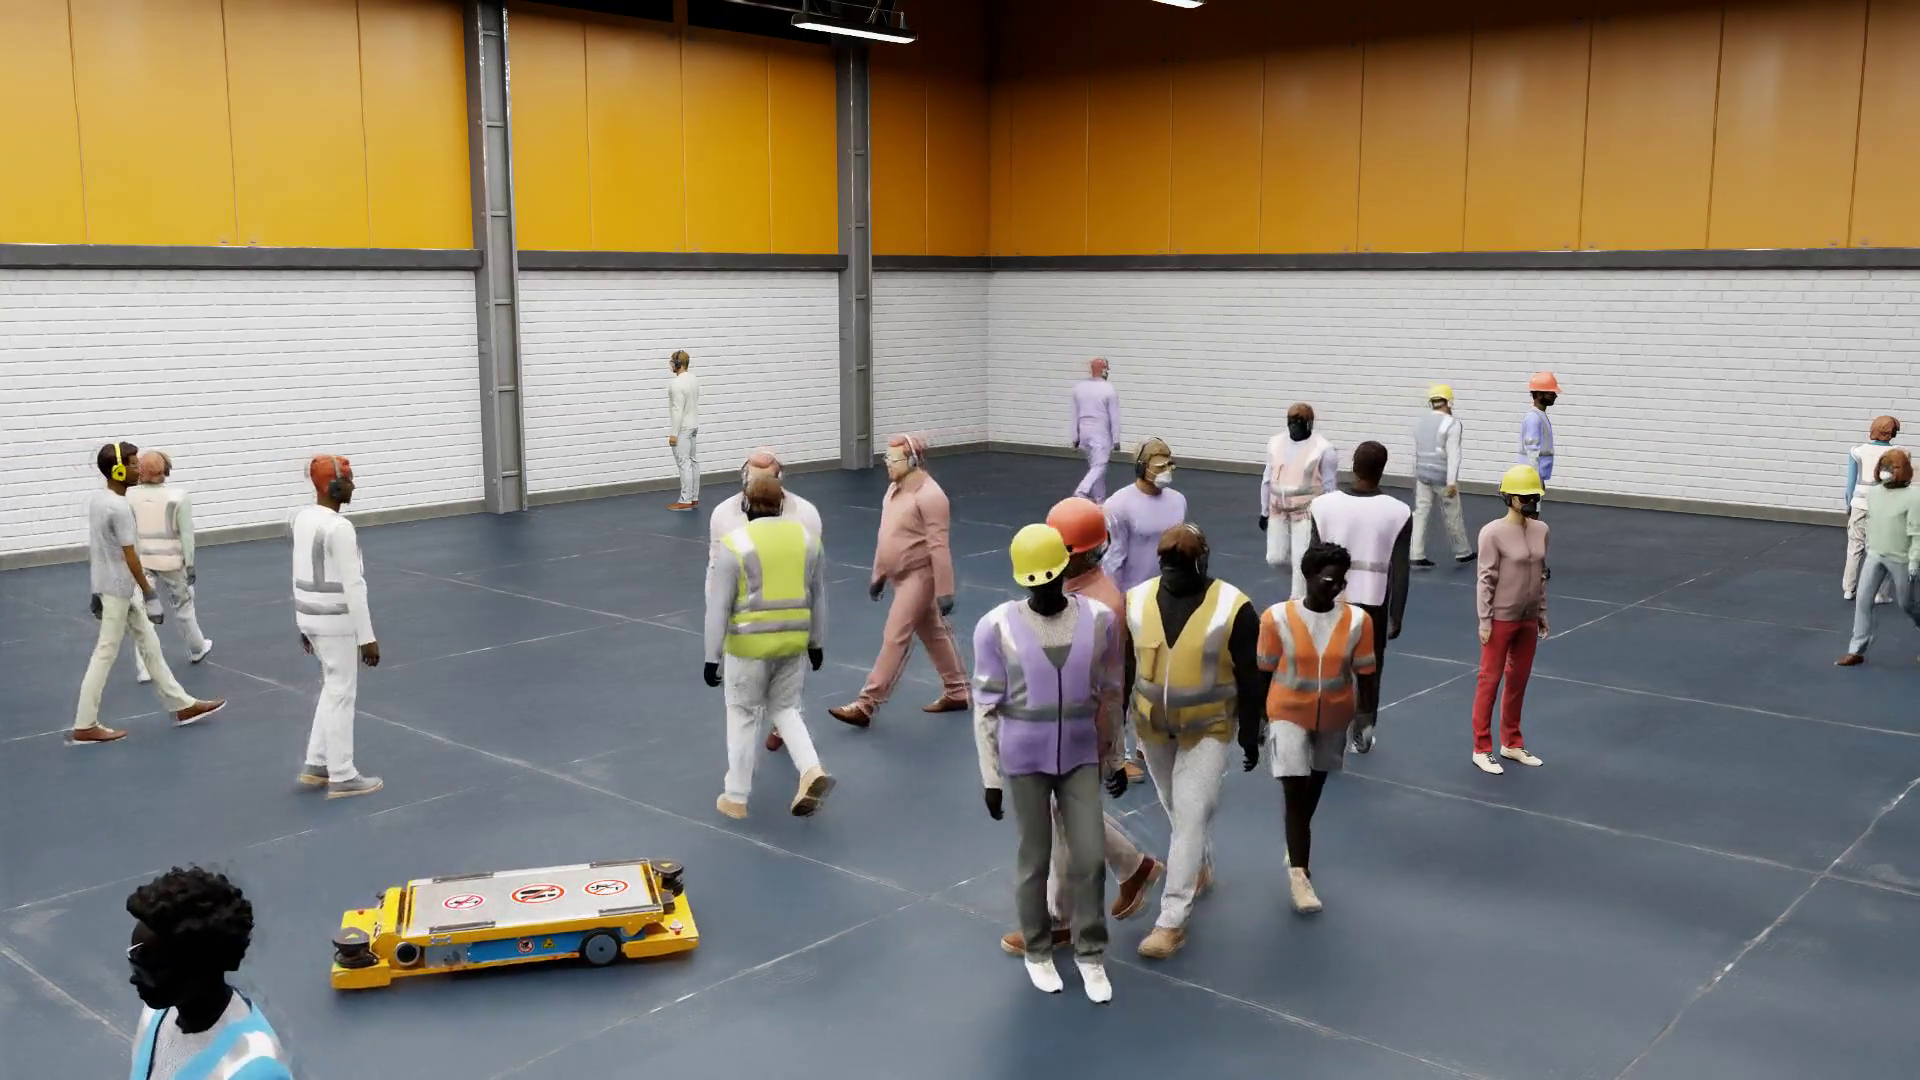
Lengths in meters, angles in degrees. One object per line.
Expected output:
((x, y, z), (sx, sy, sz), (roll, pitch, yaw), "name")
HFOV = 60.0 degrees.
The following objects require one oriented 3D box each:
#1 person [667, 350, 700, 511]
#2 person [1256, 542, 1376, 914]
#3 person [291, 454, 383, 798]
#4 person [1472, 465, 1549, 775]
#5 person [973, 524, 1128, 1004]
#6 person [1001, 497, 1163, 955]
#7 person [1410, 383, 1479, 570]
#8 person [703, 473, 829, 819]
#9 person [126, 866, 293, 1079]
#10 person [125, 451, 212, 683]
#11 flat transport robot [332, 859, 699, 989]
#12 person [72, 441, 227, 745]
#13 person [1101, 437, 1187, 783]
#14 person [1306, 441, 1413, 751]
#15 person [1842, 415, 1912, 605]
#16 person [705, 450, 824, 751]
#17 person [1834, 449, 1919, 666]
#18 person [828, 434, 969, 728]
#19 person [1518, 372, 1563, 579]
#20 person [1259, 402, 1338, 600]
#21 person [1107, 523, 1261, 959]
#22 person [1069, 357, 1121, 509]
((-3.342, -1.318, 20.055), (0.372, 1.940, 0.632), (2, 9, 12), "person")
((1.617, 0.807, 7.612), (0.543, 1.647, 0.904), (0, 9, -1), "person")
((-3.393, 0.473, 9.031), (0.376, 1.879, 0.592), (-8, 12, -41), "person")
((3.167, 0.448, 9.507), (0.533, 1.768, 0.310), (-5, 10, -29), "person")
((0.382, 0.873, 6.456), (0.653, 1.886, 0.595), (-2, 9, -13), "person")
((0.539, 0.774, 6.889), (0.655, 1.950, 0.675), (-2, 9, -12), "person")
((4.692, -0.612, 16.082), (0.895, 1.786, 0.608), (-5, 11, -30), "person")
((-0.982, 0.571, 8.608), (0.724, 1.813, 0.615), (-7, 11, -37), "person")
((-1.450, 1.453, 3.446), (0.665, 1.678, 0.535), (-8, 12, -41), "person")
((-5.649, 0.167, 11.799), (0.540, 1.595, 0.858), (-1, 9, -5), "person")
((-1.859, 1.592, 7.003), (1.431, 0.197, 0.652), (-3, 9, -16), "flat transport robot")
((-5.006, 0.312, 10.162), (0.959, 1.821, 0.534), (-6, 11, -35), "person")
((1.042, 0.381, 9.386), (0.635, 1.936, 0.356), (-8, 12, -39), "person")
((2.300, 0.364, 9.673), (0.600, 1.888, 0.787), (3, 10, 20), "person")
((7.907, -0.258, 14.359), (0.313, 1.634, 0.511), (-9, 13, -44), "person")
((-1.109, 0.393, 9.555), (0.691, 1.875, 0.788), (1, 9, 4), "person")
((6.805, 0.126, 12.057), (0.814, 1.601, 0.513), (-3, 10, -21), "person")
((-0.367, 0.249, 10.510), (1.040, 1.837, 0.676), (-4, 10, -24), "person")
((5.413, -0.604, 15.577), (0.361, 1.938, 0.546), (4, 10, 22), "person")
((2.759, -0.215, 13.481), (0.636, 1.827, 0.583), (8, 12, 41), "person")
((0.964, 0.804, 7.214), (0.658, 1.795, 0.969), (5, 10, 30), "person")
((1.586, -1.227, 19.702), (0.652, 1.877, 0.872), (9, 13, 44), "person")
